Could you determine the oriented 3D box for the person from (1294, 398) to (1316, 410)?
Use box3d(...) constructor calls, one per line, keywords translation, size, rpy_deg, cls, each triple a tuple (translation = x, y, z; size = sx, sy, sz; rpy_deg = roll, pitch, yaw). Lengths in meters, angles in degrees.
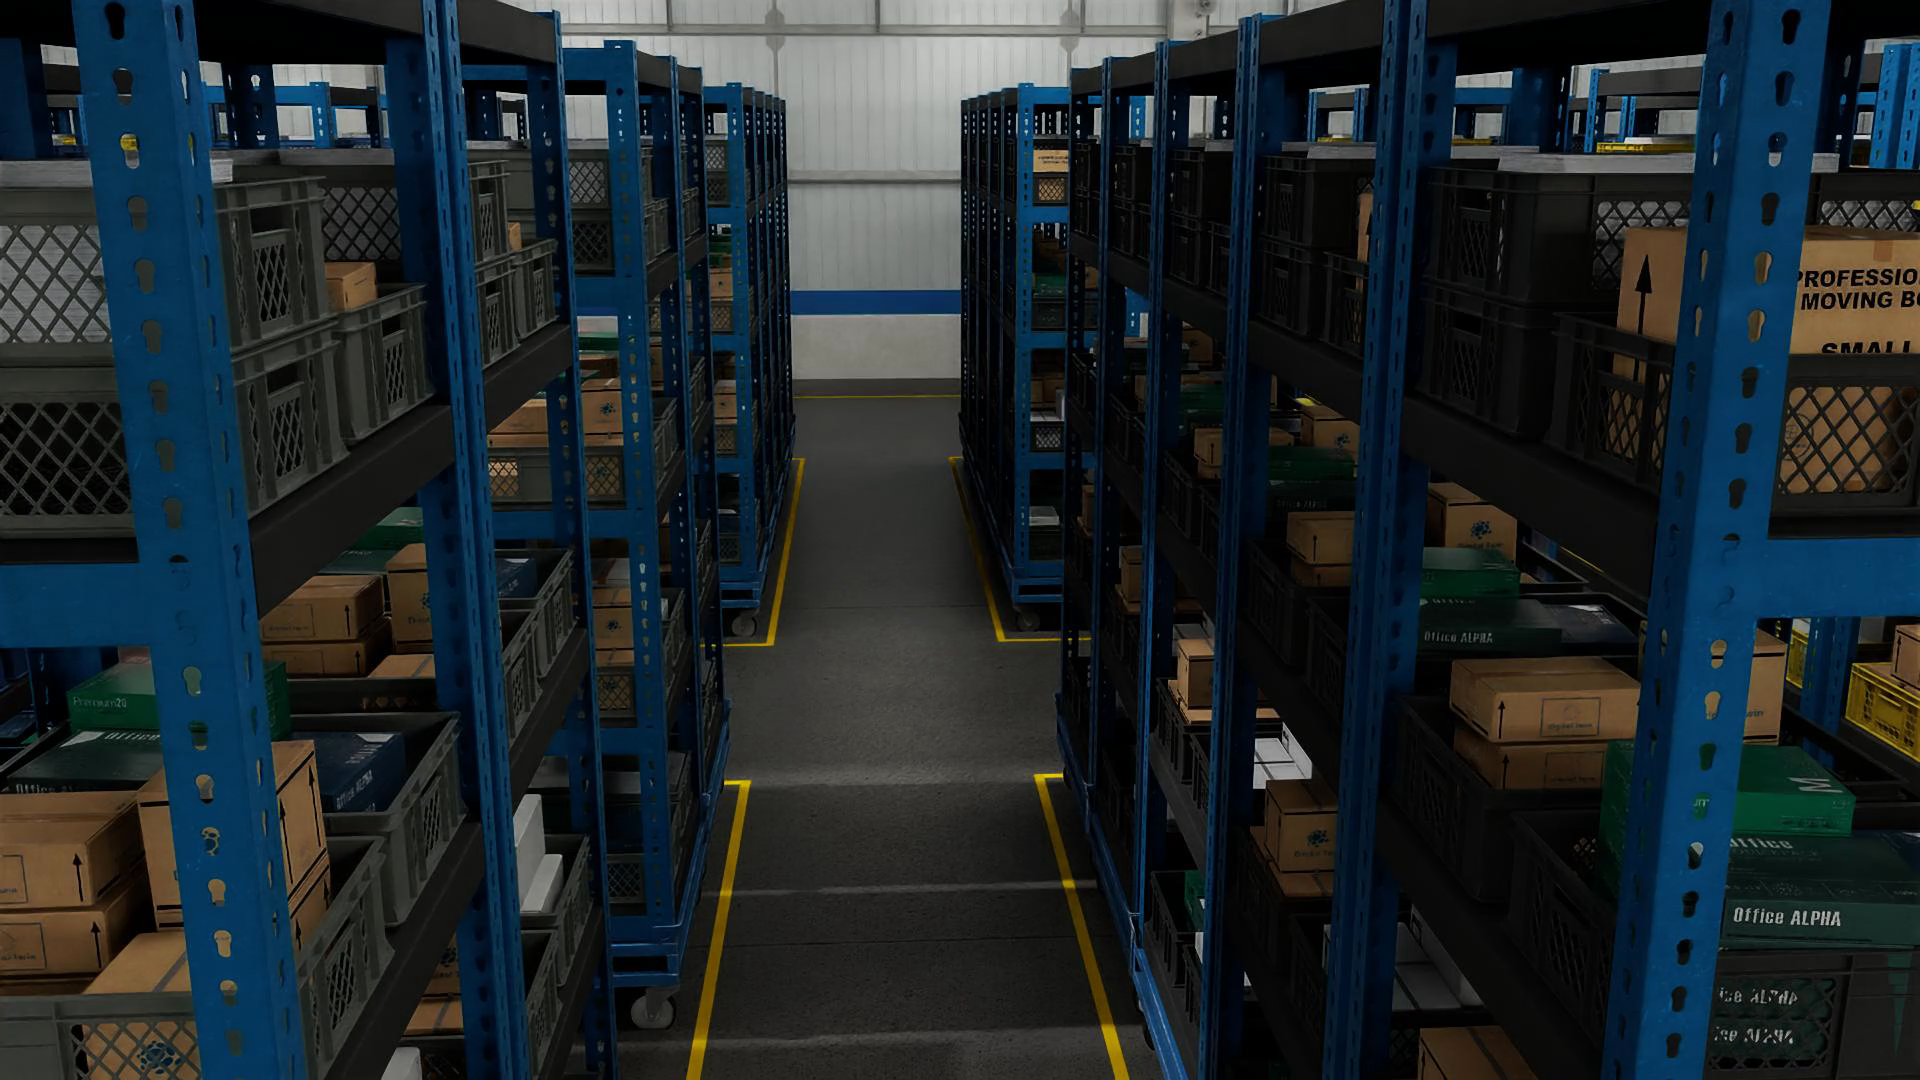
box3d(translation=(1.931, 0.087, 9.617), size=(0.592, 1.833, 0.404), rpy_deg=(-10, 17, -35), cls="person")
